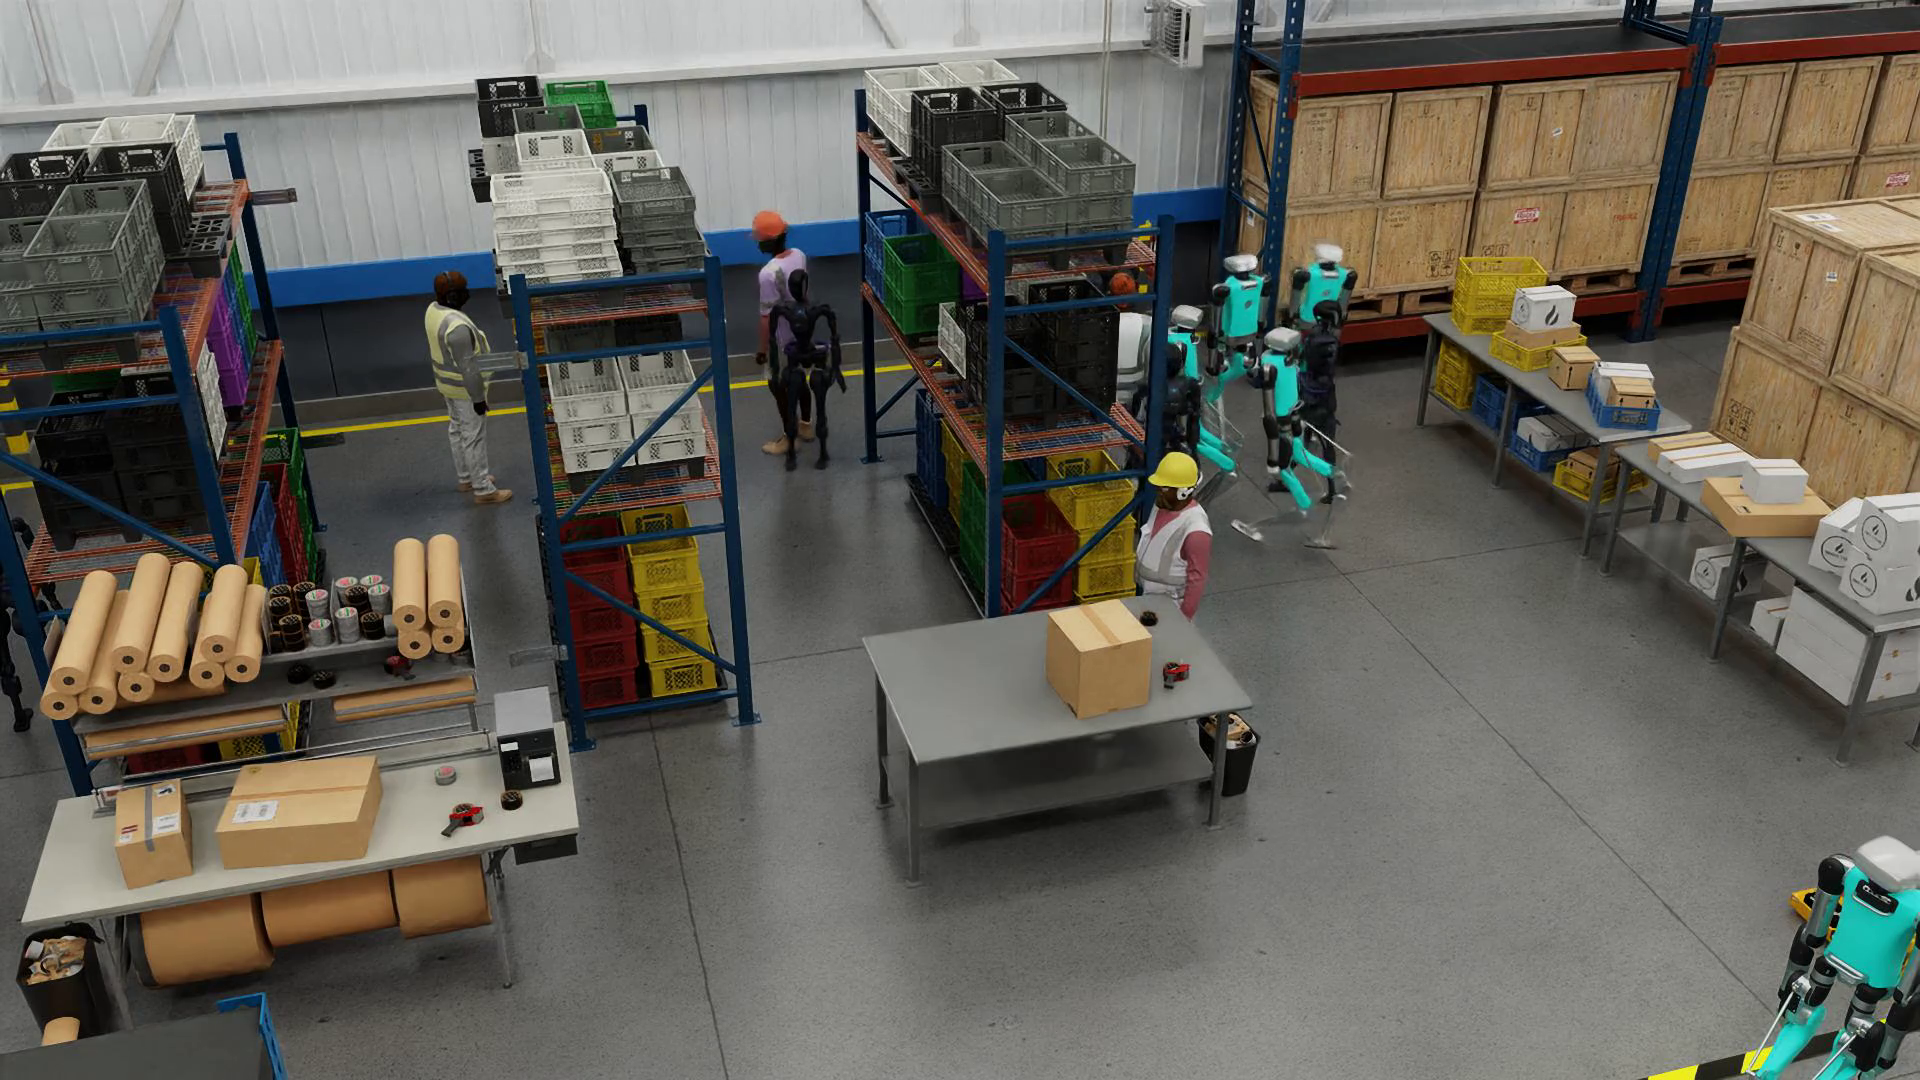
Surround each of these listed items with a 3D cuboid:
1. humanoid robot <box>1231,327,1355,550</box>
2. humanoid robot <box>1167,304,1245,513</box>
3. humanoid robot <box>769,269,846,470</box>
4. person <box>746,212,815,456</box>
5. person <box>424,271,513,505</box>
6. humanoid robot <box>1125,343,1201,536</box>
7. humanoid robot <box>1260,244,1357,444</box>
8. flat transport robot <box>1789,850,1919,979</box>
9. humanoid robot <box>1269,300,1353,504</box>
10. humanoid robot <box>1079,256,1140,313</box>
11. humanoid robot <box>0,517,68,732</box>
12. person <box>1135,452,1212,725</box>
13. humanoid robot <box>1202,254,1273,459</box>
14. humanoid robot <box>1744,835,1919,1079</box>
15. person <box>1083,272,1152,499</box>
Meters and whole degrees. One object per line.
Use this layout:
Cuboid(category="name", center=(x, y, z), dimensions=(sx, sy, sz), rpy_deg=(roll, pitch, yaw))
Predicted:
Cuboid(category="humanoid robot", center=(2.463, -0.630, 11.773), dimensions=(1.007, 1.720, 0.546), rpy_deg=(15, 32, 26))
Cuboid(category="humanoid robot", center=(1.822, -0.884, 12.106), dimensions=(0.735, 1.677, 0.533), rpy_deg=(6, 29, 11))
Cuboid(category="humanoid robot", center=(-1.209, -1.351, 13.158), dimensions=(0.609, 1.651, 0.316), rpy_deg=(0, 29, 1))
Cuboid(category="person", center=(-1.441, -1.661, 13.372), dimensions=(0.403, 2.020, 0.662), rpy_deg=(12, 31, 21))
Cuboid(category="person", center=(-3.752, -1.160, 12.640), dimensions=(0.429, 1.844, 0.622), rpy_deg=(-19, 34, -31))
Cuboid(category="humanoid robot", center=(1.448, -0.672, 11.983), dimensions=(0.589, 1.622, 0.745), rpy_deg=(-9, 30, -16))
Cuboid(category="humanoid robot", center=(2.798, -1.685, 13.737), dimensions=(0.540, 1.750, 0.989), rpy_deg=(-6, 29, -12))
Cuboid(category="flat transport robot", center=(5.163, 1.916, 8.676), dimensions=(1.431, 0.231, 0.659), rpy_deg=(-8, 30, -14))
Cuboid(category="humanoid robot", center=(2.745, -1.075, 12.683), dimensions=(0.615, 1.643, 0.606), rpy_deg=(-3, 29, -6))
Cuboid(category="humanoid robot", center=(1.271, -2.006, 14.360), dimensions=(0.602, 1.642, 0.394), rpy_deg=(-1, 29, -2))
Cuboid(category="humanoid robot", center=(-5.732, 0.380, 9.990), dimensions=(0.599, 1.659, 0.315), rpy_deg=(-4, 29, -7))
Cuboid(category="person", center=(1.251, 0.305, 9.981), dimensions=(0.403, 1.834, 0.587), rpy_deg=(-9, 30, -15))
Cuboid(category="humanoid robot", center=(2.089, -1.451, 13.327), dimensions=(0.542, 1.859, 0.712), rpy_deg=(-13, 31, -22))
Cuboid(category="humanoid robot", center=(3.498, 2.016, 6.829), dimensions=(0.735, 1.677, 0.533), rpy_deg=(-16, 33, -27))
Cuboid(category="person", center=(1.188, -1.101, 12.489), dimensions=(0.573, 1.884, 0.356), rpy_deg=(-2, 29, -3))
